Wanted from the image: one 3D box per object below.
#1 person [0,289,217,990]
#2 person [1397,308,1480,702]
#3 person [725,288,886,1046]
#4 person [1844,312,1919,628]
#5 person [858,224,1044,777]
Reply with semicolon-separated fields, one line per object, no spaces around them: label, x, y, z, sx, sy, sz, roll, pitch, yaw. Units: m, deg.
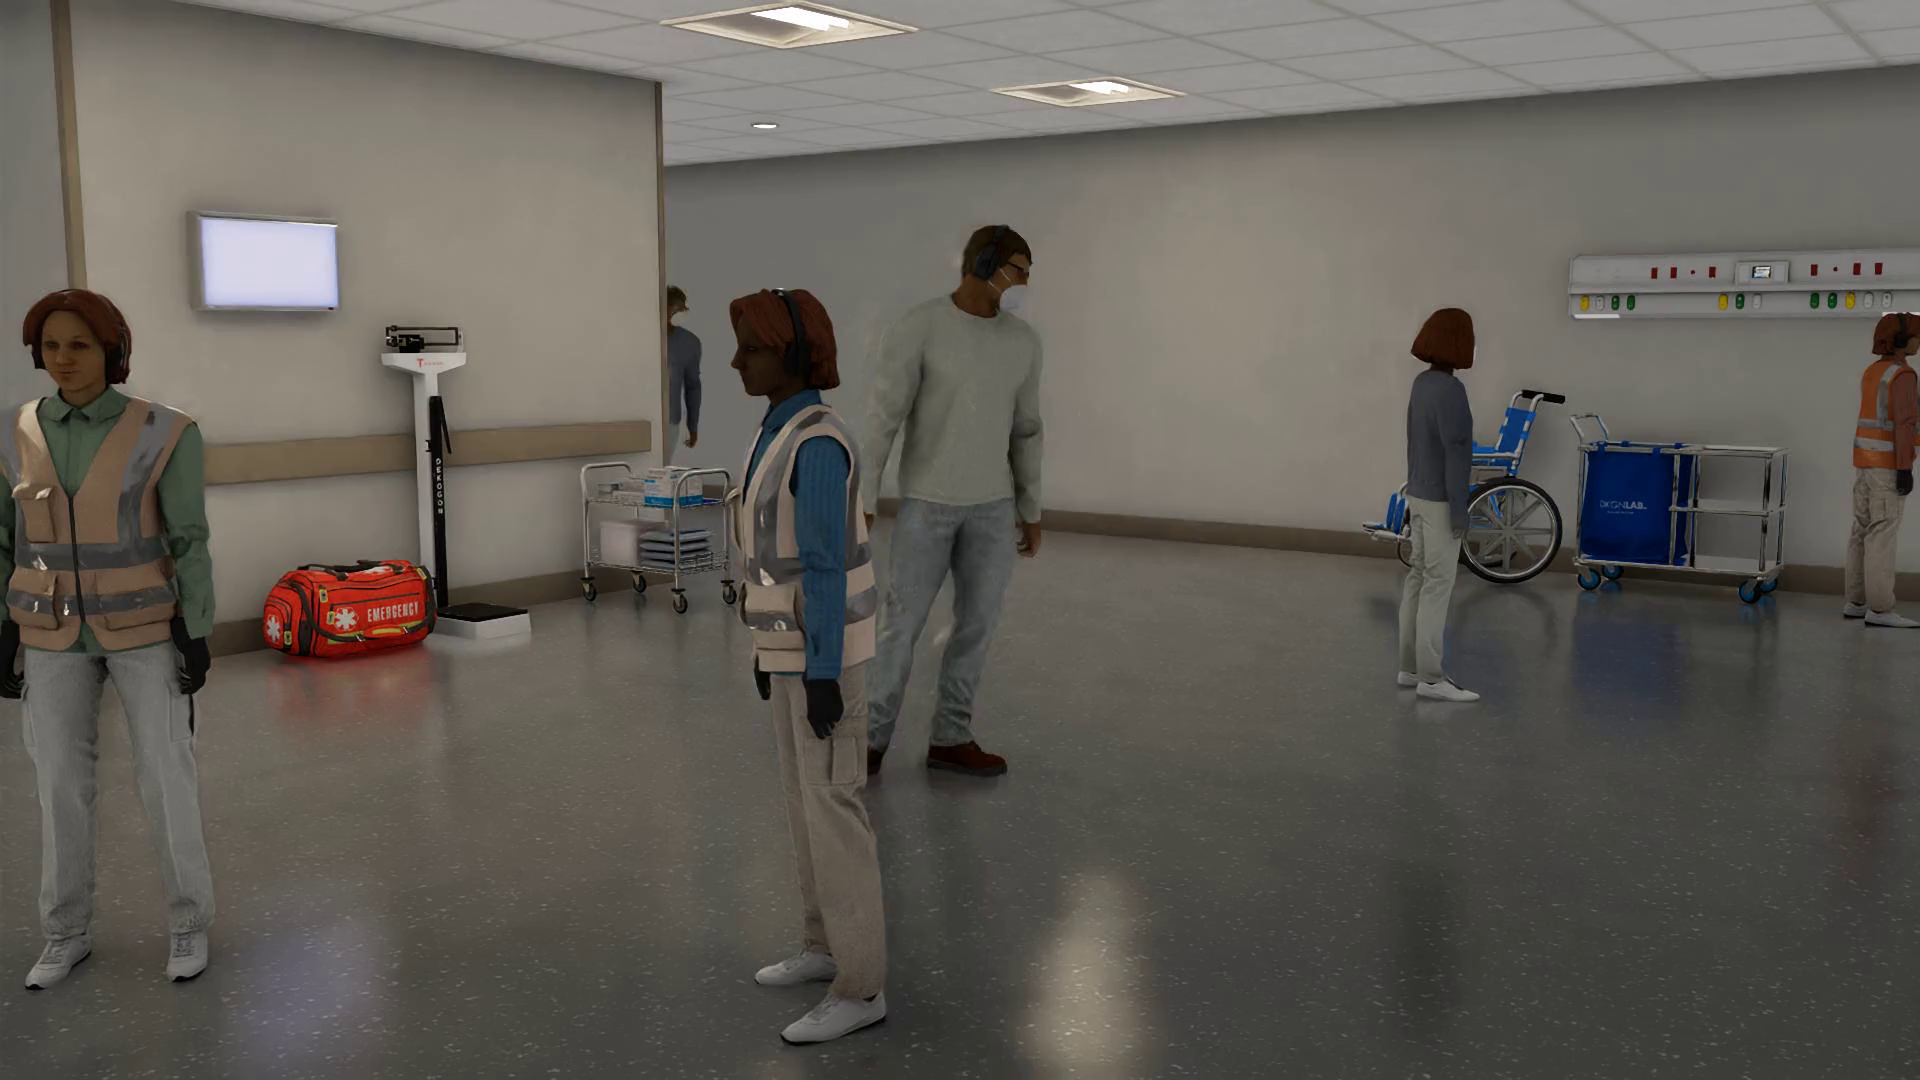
person;-2.005;0.237;3.895;0.514;1.630;0.318;-1;7;-7
person;2.013;-0.149;6.968;0.271;1.632;0.508;0;7;-3
person;-0.339;0.269;3.664;0.321;1.628;0.529;-2;7;-17
person;4.852;-0.370;8.719;0.315;1.641;0.515;1;7;8
person;-0.062;-0.111;5.640;0.765;1.894;0.468;-4;8;-30
